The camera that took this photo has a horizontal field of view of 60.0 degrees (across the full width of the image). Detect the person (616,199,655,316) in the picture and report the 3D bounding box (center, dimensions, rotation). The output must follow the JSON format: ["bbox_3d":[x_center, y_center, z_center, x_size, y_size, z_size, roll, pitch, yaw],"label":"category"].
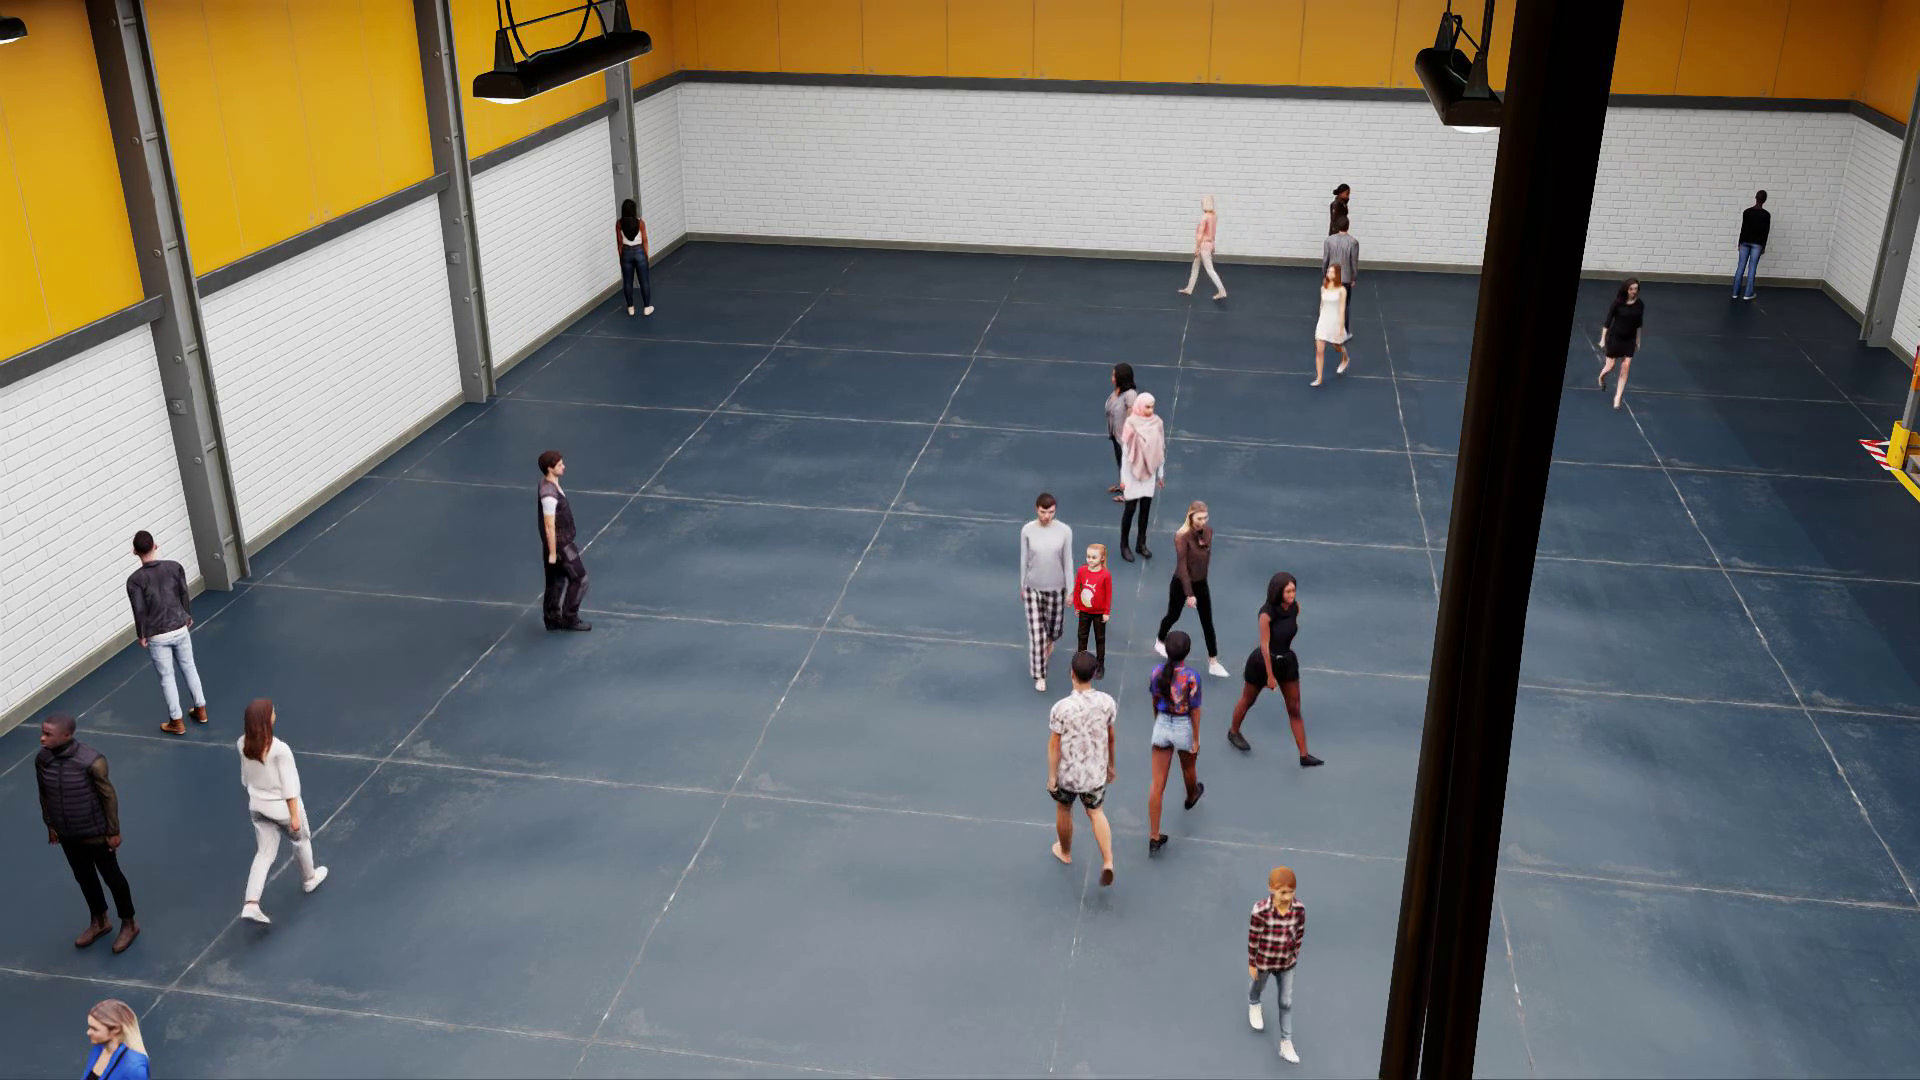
[{"bbox_3d":[-5.096,-4.421,25.986,0.666,1.808,0.641,1,24,1],"label":"person"}]

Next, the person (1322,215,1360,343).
[{"bbox_3d":[5.633,-3.885,24.675,0.747,1.876,0.701,11,26,23],"label":"person"}]

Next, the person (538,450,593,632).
[{"bbox_3d":[-3.912,0.032,15.764,0.847,1.835,0.772,-8,25,-18],"label":"person"}]

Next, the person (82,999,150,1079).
[{"bbox_3d":[-4.357,3.140,8.823,0.704,1.700,0.706,18,29,35],"label":"person"}]

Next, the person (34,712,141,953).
[{"bbox_3d":[-5.952,1.970,11.333,0.695,1.835,0.541,5,24,10],"label":"person"}]

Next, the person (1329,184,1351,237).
[{"bbox_3d":[6.305,-5.132,27.797,0.680,1.659,0.739,-15,28,-31],"label":"person"}]

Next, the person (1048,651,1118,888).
[{"bbox_3d":[0.903,1.684,12.038,0.963,1.793,1.127,-8,25,-17],"label":"person"}]

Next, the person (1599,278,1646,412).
[{"bbox_3d":[8.671,-2.600,21.853,0.706,1.781,0.855,0,24,0],"label":"person"}]

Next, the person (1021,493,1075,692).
[{"bbox_3d":[0.773,0.392,14.959,0.712,1.821,1.057,1,24,2],"label":"person"}]

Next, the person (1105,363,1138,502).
[{"bbox_3d":[1.892,-1.253,18.993,0.788,1.605,0.703,-4,24,-9],"label":"person"}]

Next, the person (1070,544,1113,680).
[{"bbox_3d":[1.205,0.629,15.090,0.531,1.281,0.539,8,25,19],"label":"person"}]

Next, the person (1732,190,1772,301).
[{"bbox_3d":[12.795,-4.776,26.870,0.678,1.750,0.700,20,31,38],"label":"person"}]

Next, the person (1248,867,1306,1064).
[{"bbox_3d":[1.967,2.611,10.570,0.674,1.270,0.941,-2,24,-4],"label":"person"}]

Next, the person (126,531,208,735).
[{"bbox_3d":[-6.708,0.772,14.071,0.796,1.836,0.653,16,28,32],"label":"person"}]

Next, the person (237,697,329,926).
[{"bbox_3d":[-4.856,1.916,11.671,0.645,1.661,1.079,5,24,12],"label":"person"}]

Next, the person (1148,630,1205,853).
[{"bbox_3d":[1.561,1.539,12.501,0.846,1.687,1.249,12,26,26],"label":"person"}]

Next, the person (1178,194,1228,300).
[{"bbox_3d":[4.016,-4.671,26.714,0.946,1.683,1.135,14,27,29],"label":"person"}]

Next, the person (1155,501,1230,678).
[{"bbox_3d":[2.021,0.409,15.138,1.041,1.647,1.152,-14,27,-30],"label":"person"}]

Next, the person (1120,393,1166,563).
[{"bbox_3d":[1.874,-0.688,17.453,0.750,1.803,0.781,-11,26,-23],"label":"person"}]

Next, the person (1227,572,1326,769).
[{"bbox_3d":[2.490,1.037,13.649,1.130,1.689,1.195,-16,28,-32],"label":"person"}]

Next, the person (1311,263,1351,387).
[{"bbox_3d":[5.133,-2.961,22.809,0.939,1.677,1.187,19,30,36],"label":"person"}]
